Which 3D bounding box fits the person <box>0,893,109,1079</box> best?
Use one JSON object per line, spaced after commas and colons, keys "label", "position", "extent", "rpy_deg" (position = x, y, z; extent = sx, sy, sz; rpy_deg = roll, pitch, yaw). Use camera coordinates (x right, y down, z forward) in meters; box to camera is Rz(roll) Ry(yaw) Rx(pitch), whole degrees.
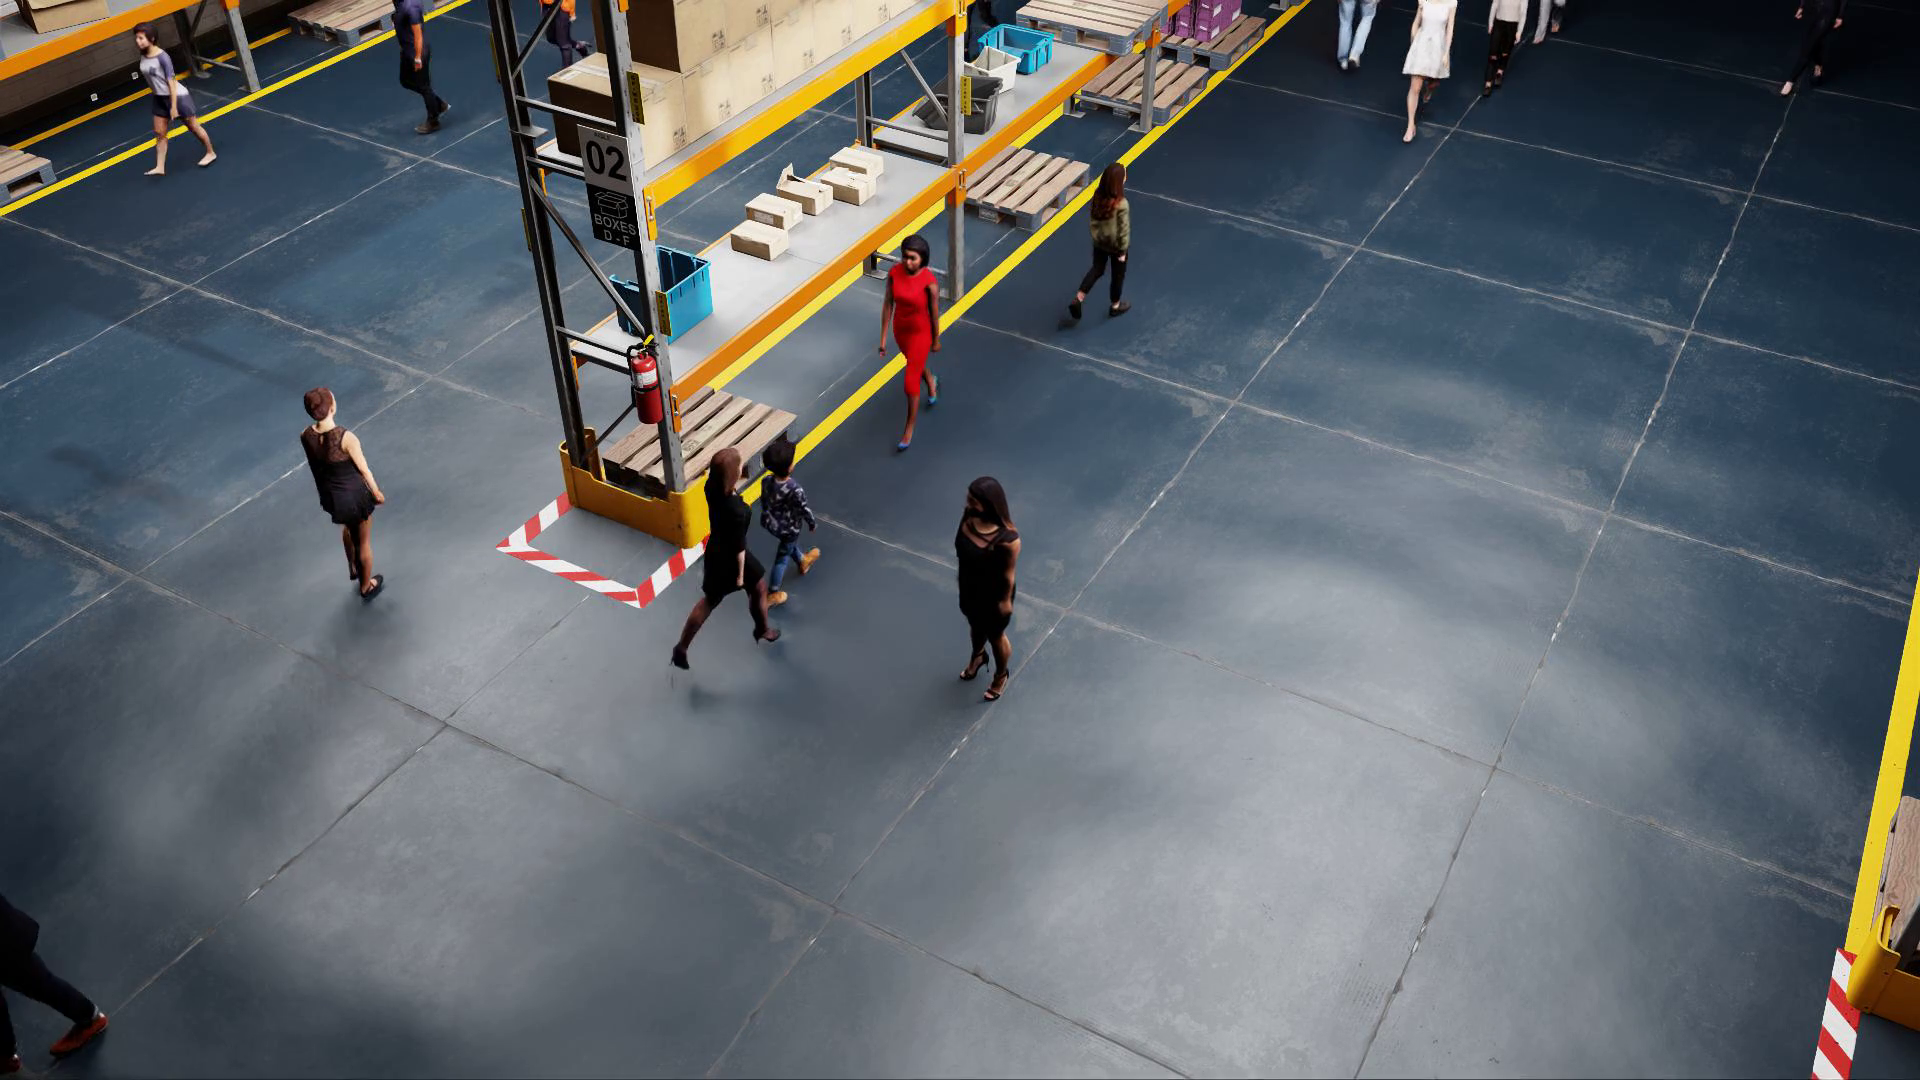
{"label": "person", "position": [-4.708, 1.984, 8.281], "extent": [1.042, 1.783, 0.850], "rpy_deg": [-31, 48, -33]}

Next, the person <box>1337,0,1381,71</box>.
{"label": "person", "position": [4.379, -6.026, 18.263], "extent": [0.754, 1.844, 0.795], "rpy_deg": [11, 40, 13]}

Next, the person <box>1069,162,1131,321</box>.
{"label": "person", "position": [1.223, -2.515, 14.171], "extent": [0.940, 1.463, 0.737], "rpy_deg": [-29, 47, -31]}

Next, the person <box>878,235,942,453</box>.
{"label": "person", "position": [-0.328, -1.601, 12.835], "extent": [0.587, 1.702, 1.074], "rpy_deg": [18, 42, 21]}

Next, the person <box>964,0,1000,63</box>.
{"label": "person", "position": [0.245, -6.240, 18.653], "extent": [0.745, 1.690, 1.118], "rpy_deg": [26, 45, 29]}

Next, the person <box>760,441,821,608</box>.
{"label": "person", "position": [-1.234, -0.092, 11.330], "extent": [0.568, 1.223, 0.902], "rpy_deg": [25, 45, 28]}

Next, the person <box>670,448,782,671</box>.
{"label": "person", "position": [-1.550, 0.164, 10.650], "extent": [1.146, 1.671, 0.871], "rpy_deg": [-29, 47, -31]}

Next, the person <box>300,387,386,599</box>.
{"label": "person", "position": [-4.177, -0.264, 11.187], "extent": [0.634, 1.668, 0.688], "rpy_deg": [12, 40, 14]}

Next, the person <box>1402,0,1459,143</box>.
{"label": "person", "position": [4.830, -5.005, 17.058], "extent": [0.717, 1.752, 1.055], "rpy_deg": [15, 41, 18]}

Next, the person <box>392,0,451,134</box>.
{"label": "person", "position": [-5.508, -5.035, 17.083], "extent": [0.832, 1.767, 0.811], "rpy_deg": [-22, 44, -25]}

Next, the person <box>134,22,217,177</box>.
{"label": "person", "position": [-7.765, -4.395, 16.478], "extent": [0.580, 1.522, 0.967], "rpy_deg": [19, 42, 22]}

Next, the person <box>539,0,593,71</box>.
{"label": "person", "position": [-4.314, -5.779, 18.043], "extent": [0.627, 1.731, 0.920], "rpy_deg": [21, 43, 24]}

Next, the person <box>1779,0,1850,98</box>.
{"label": "person", "position": [9.311, -5.638, 17.910], "extent": [1.148, 1.678, 0.897], "rpy_deg": [-24, 44, -27]}

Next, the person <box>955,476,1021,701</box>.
{"label": "person", "position": [0.177, 0.295, 10.448], "extent": [0.756, 1.718, 0.750], "rpy_deg": [-23, 44, -26]}

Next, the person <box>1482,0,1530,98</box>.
{"label": "person", "position": [5.929, -5.555, 18.003], "extent": [0.635, 1.432, 1.004], "rpy_deg": [13, 41, 16]}

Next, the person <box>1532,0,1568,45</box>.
{"label": "person", "position": [6.885, -6.583, 19.025], "extent": [0.622, 1.762, 0.704], "rpy_deg": [21, 43, 24]}
